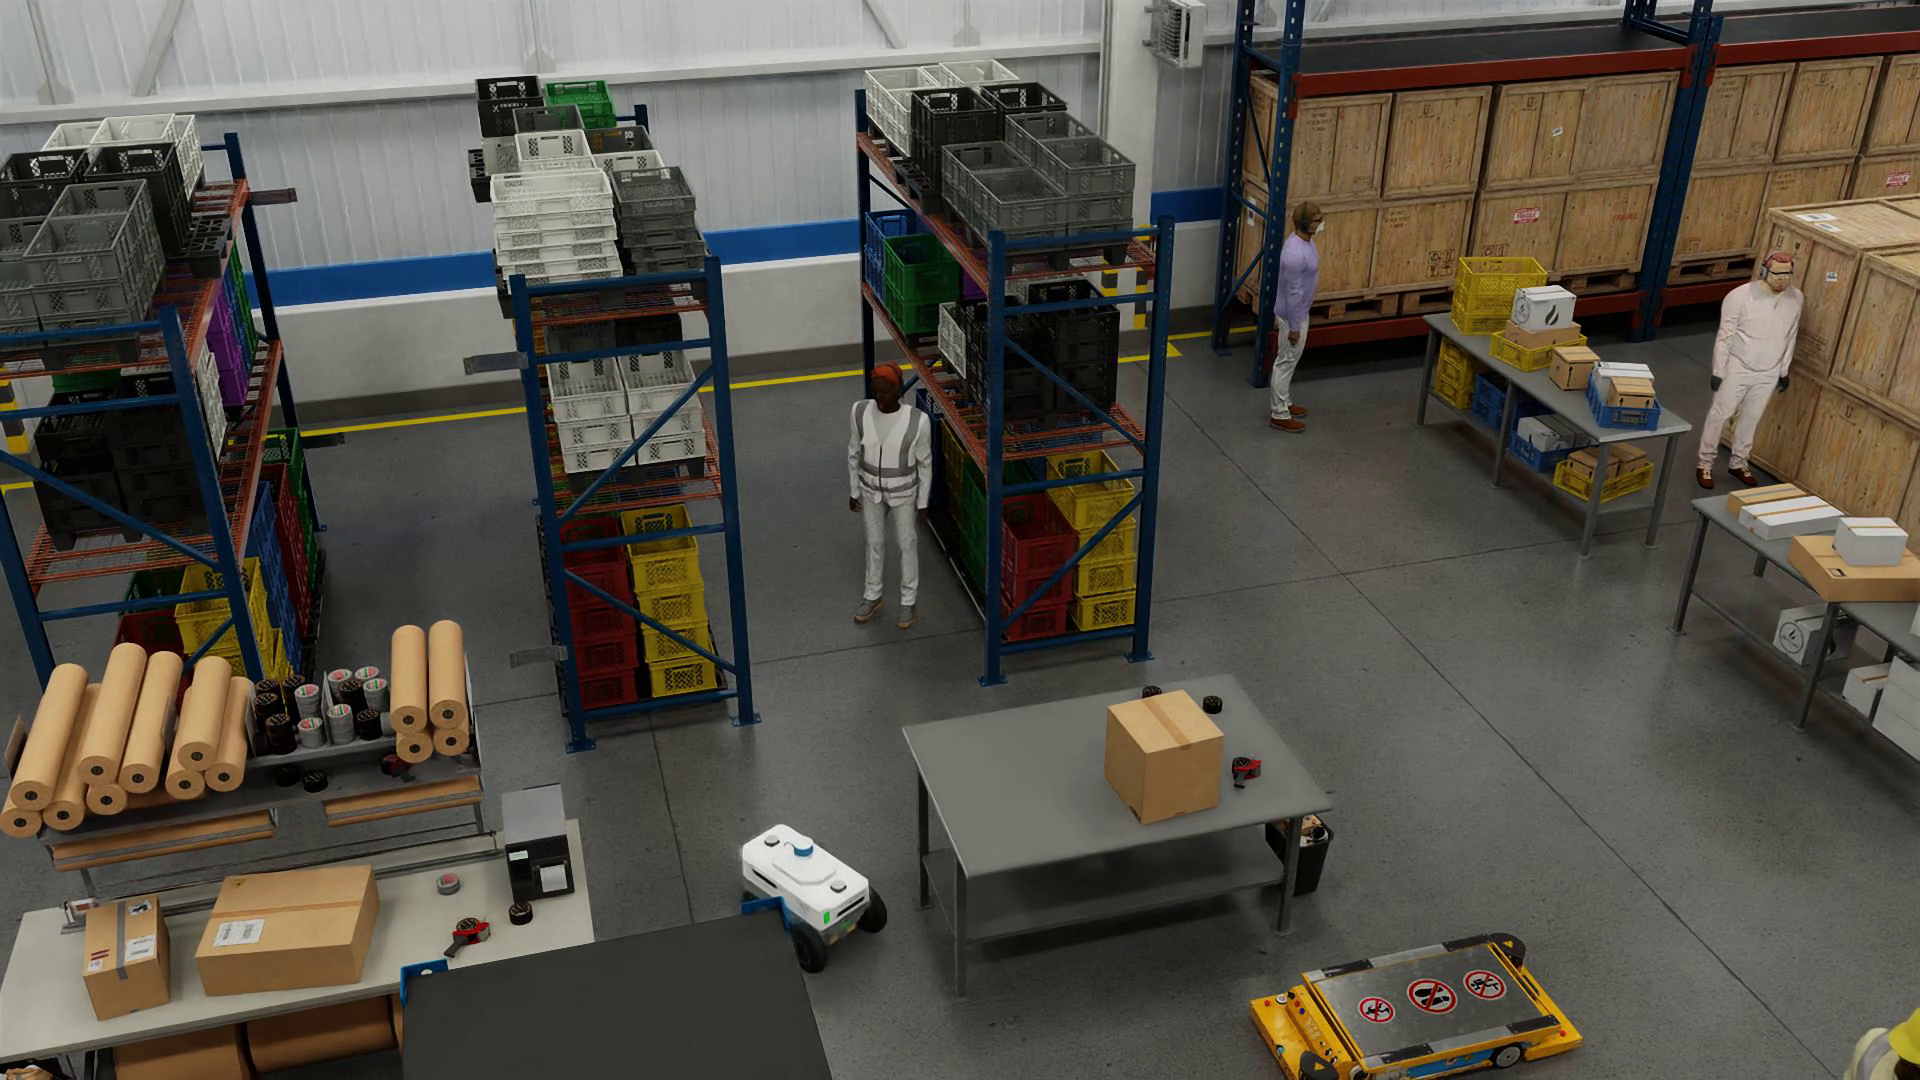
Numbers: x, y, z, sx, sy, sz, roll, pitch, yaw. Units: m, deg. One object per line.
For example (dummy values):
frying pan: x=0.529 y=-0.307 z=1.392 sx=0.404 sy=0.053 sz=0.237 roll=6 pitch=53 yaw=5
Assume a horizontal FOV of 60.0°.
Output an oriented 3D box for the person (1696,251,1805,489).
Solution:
person: x=6.110 y=-1.308 z=12.827 sx=0.638 sy=1.909 sz=0.408 roll=-3 pitch=29 yaw=-5

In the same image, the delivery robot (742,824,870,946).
delivery robot: x=-0.799 y=1.747 z=8.567 sx=0.707 sy=0.478 sz=0.477 roll=25 pitch=37 yaw=38

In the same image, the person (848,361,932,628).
person: x=-0.471 y=-0.299 z=11.015 sx=0.572 sy=1.883 sz=0.354 roll=9 pitch=30 yaw=16

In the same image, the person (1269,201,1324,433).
person: x=2.790 y=-1.860 z=13.798 sx=0.372 sy=1.940 sz=0.631 roll=7 pitch=30 yaw=13

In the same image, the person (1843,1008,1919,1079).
person: x=3.426 y=2.405 z=6.152 sx=0.404 sy=1.829 sz=0.592 roll=-15 pitch=32 yaw=-26

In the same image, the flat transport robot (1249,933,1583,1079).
flat transport robot: x=2.184 y=2.282 z=7.980 sx=1.431 sy=0.197 sz=0.652 roll=-8 pitch=30 yaw=-14
